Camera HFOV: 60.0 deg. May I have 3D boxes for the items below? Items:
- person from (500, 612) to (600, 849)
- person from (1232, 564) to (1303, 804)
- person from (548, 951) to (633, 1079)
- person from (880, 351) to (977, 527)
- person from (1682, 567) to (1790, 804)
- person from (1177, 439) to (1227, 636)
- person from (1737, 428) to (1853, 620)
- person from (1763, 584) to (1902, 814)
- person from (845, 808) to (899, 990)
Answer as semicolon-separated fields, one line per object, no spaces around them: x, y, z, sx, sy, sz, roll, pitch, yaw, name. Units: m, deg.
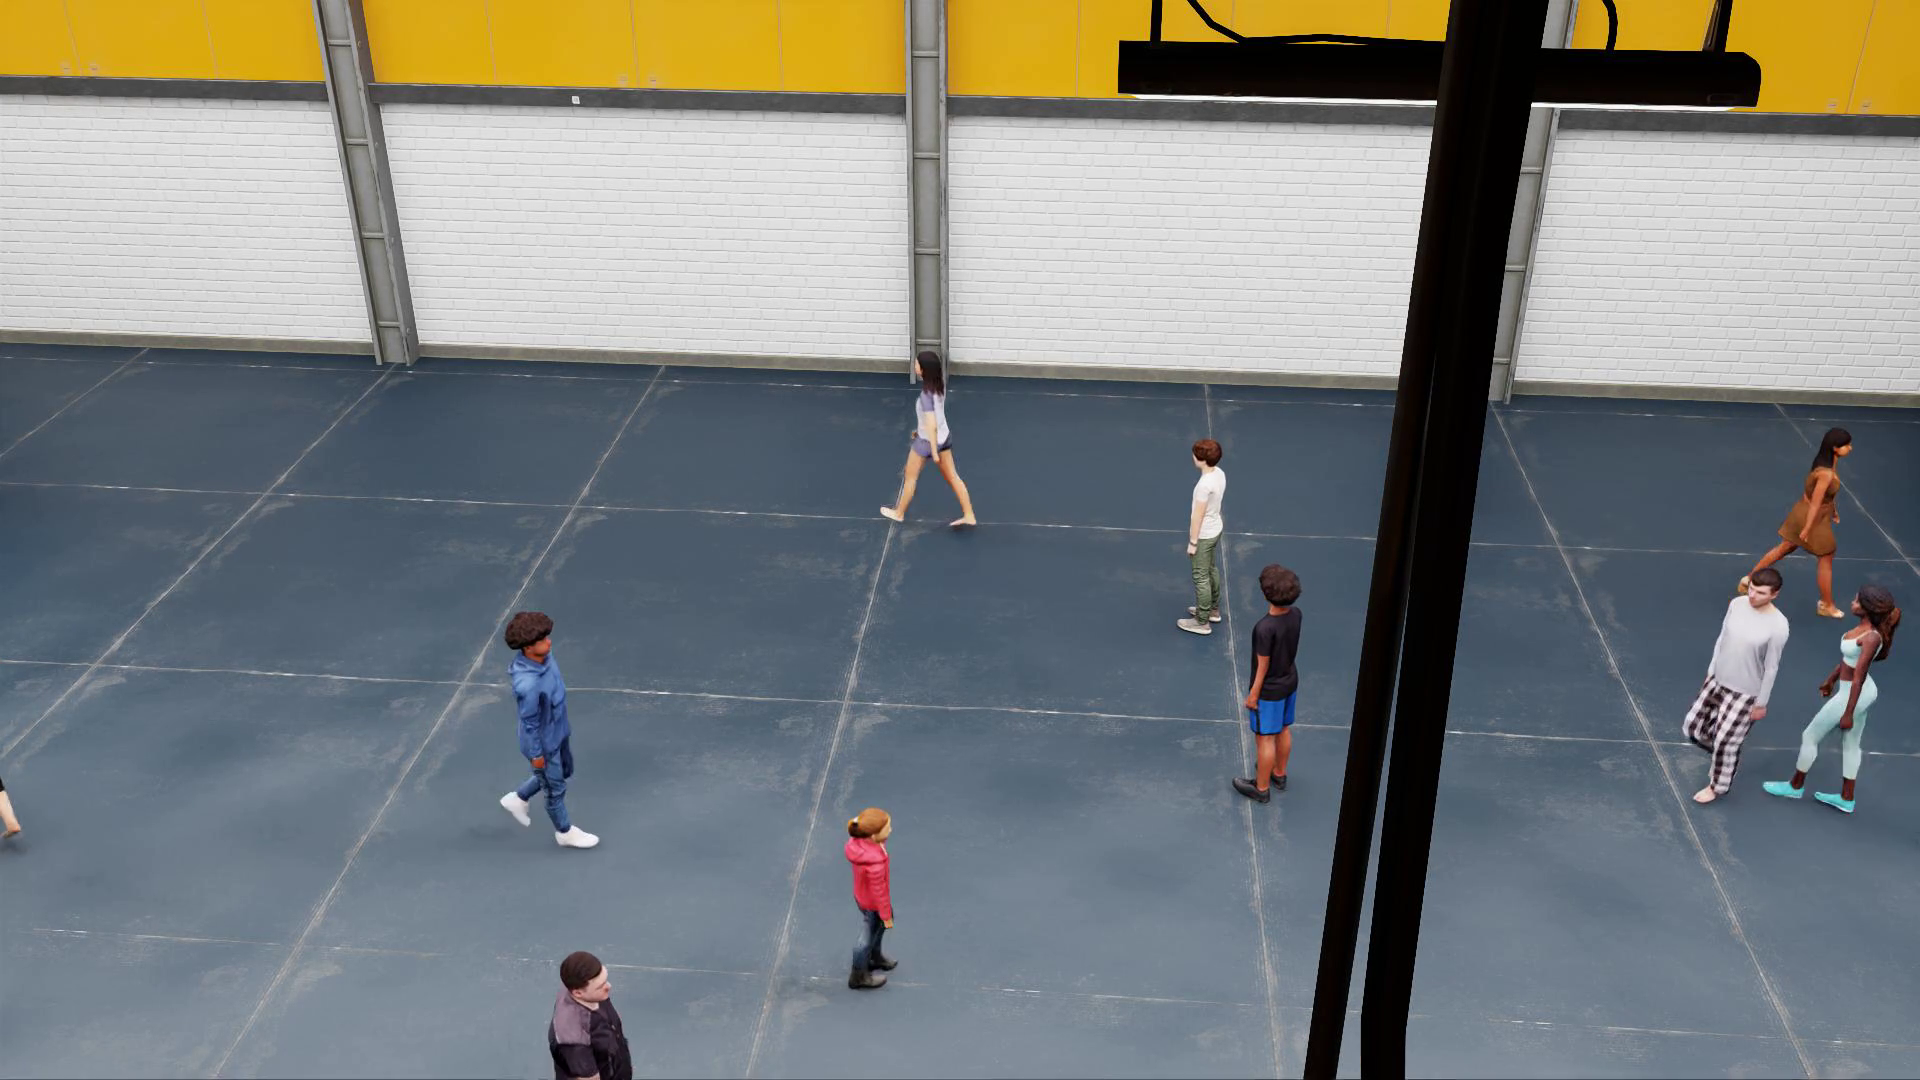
-2.772;1.243;10.816;0.875;1.802;0.689;2;29;3;person
2.137;0.975;11.316;0.693;1.794;0.743;-25;37;-38;person
-1.857;2.718;8.082;0.688;1.830;0.732;-1;29;-2;person
-0.161;-0.845;14.771;1.181;1.681;0.794;10;30;17;person
5.340;0.963;11.294;0.887;1.836;0.818;-13;31;-22;person
1.973;-0.044;13.335;0.639;1.649;0.627;12;31;21;person
6.833;-0.153;13.538;1.096;1.645;0.735;10;30;17;person
6.072;1.100;11.172;0.924;1.712;0.811;17;33;28;person
-0.591;2.112;9.740;0.621;1.306;0.604;-6;29;-11;person
